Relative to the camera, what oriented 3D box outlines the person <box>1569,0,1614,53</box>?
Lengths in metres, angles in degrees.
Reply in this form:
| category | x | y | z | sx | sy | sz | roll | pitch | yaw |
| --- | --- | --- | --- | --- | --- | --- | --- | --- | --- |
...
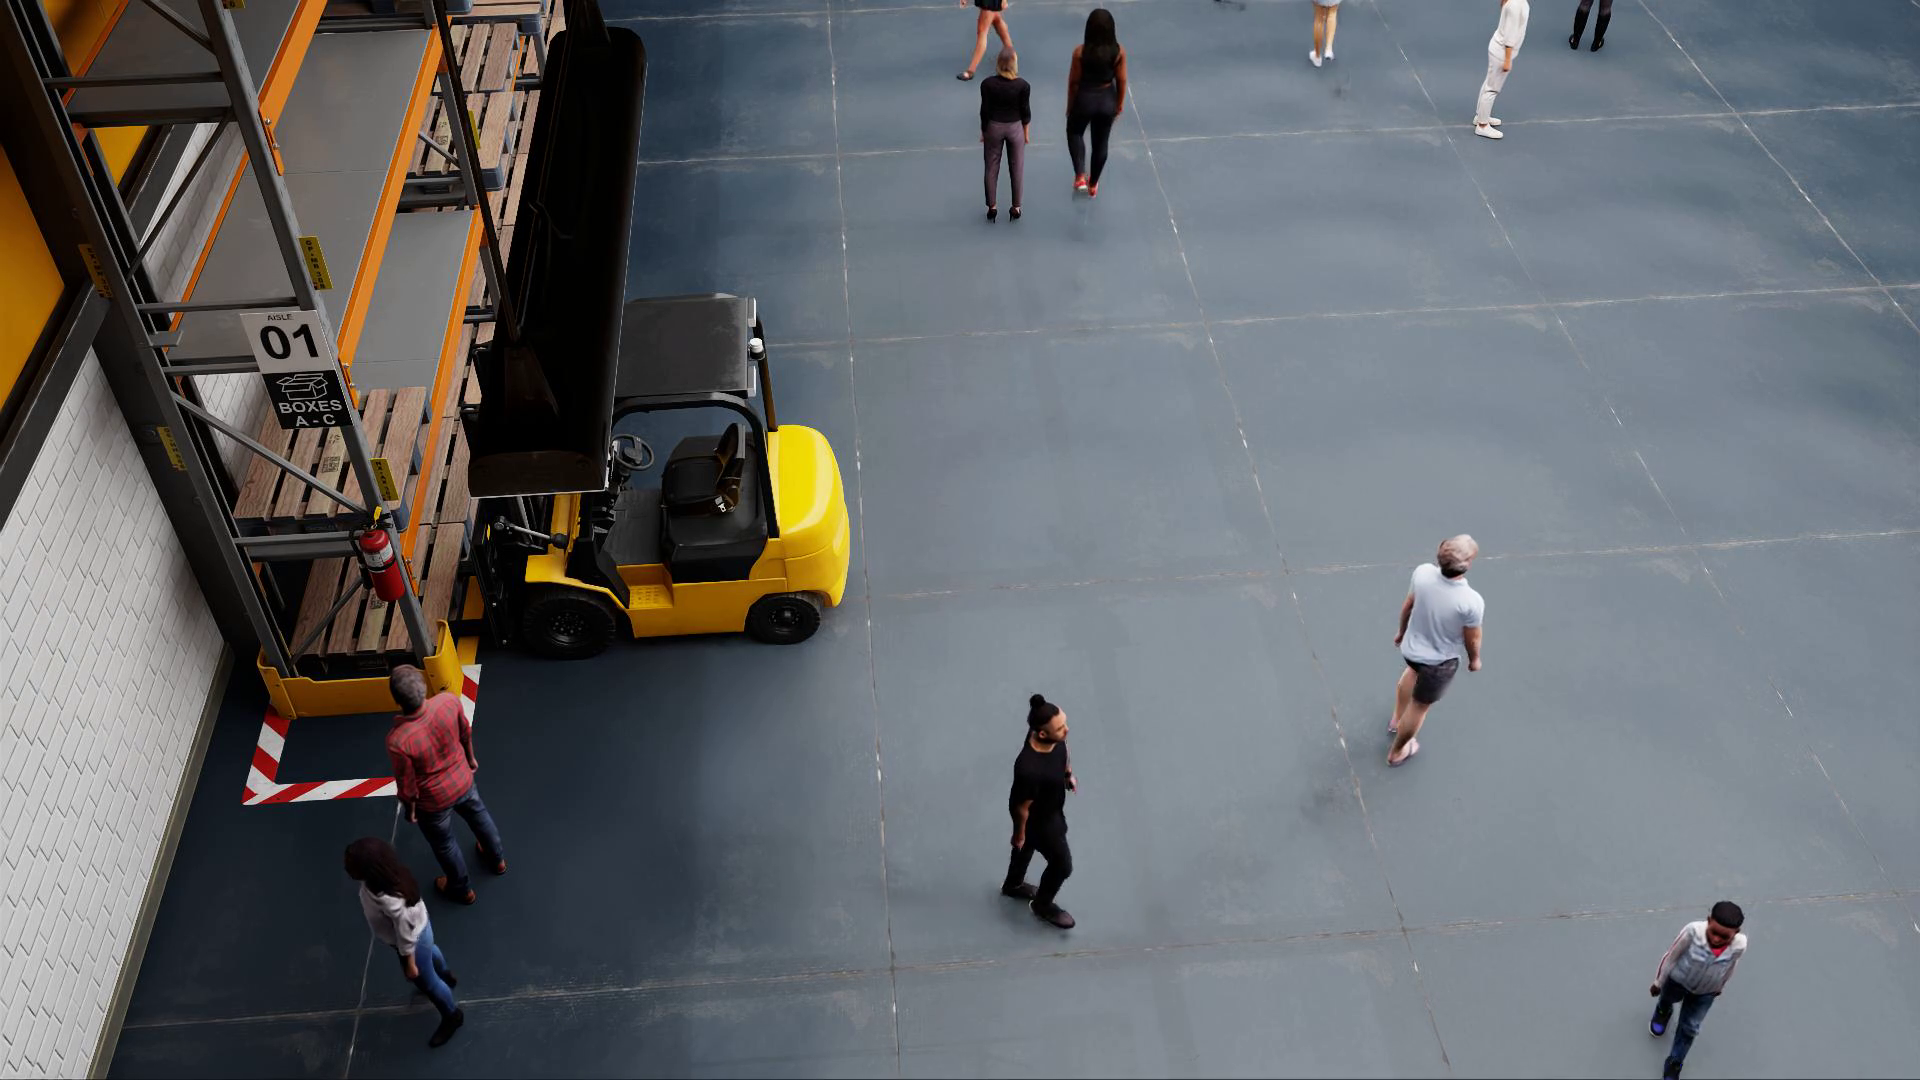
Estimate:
| category | x | y | z | sx | sy | sz | roll | pitch | yaw |
| --- | --- | --- | --- | --- | --- | --- | --- | --- | --- |
| person | 6.596 | -5.844 | 17.035 | 0.678 | 1.688 | 0.683 | 15 | 46 | 15 |

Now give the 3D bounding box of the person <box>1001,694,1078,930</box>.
| category | x | y | z | sx | sy | sz | roll | pitch | yaw |
| --- | --- | --- | --- | --- | --- | --- | --- | --- | --- |
| person | 0.360 | 1.451 | 9.261 | 0.852 | 1.849 | 0.766 | 9 | 44 | 10 |

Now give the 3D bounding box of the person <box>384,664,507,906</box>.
| category | x | y | z | sx | sy | sz | roll | pitch | yaw |
| --- | --- | --- | --- | --- | --- | --- | --- | --- | --- |
| person | -2.923 | 1.368 | 9.362 | 0.815 | 1.830 | 0.729 | 26 | 49 | 25 |

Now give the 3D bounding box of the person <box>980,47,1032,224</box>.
| category | x | y | z | sx | sy | sz | roll | pitch | yaw |
| --- | --- | --- | --- | --- | --- | --- | --- | --- | --- |
| person | 0.390 | -3.553 | 14.642 | 0.619 | 1.671 | 0.554 | 1 | 44 | 1 |

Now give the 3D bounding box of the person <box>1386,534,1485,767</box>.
| category | x | y | z | sx | sy | sz | roll | pitch | yaw |
| --- | --- | --- | --- | --- | --- | --- | --- | --- | --- |
| person | 2.781 | 0.722 | 10.048 | 0.857 | 1.819 | 0.786 | -27 | 50 | -25 |

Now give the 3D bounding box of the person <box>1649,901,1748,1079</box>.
| category | x | y | z | sx | sy | sz | roll | pitch | yaw |
| --- | --- | --- | --- | --- | --- | --- | --- | --- | --- |
| person | 3.913 | 2.276 | 8.841 | 0.746 | 1.234 | 0.873 | 19 | 47 | 19 |

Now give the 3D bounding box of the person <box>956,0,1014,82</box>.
| category | x | y | z | sx | sy | sz | roll | pitch | yaw |
| --- | --- | --- | --- | --- | --- | --- | --- | --- | --- |
| person | 0.332 | -5.497 | 16.720 | 1.108 | 1.621 | 1.120 | 33 | 53 | 30 |

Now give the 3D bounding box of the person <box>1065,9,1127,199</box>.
| category | x | y | z | sx | sy | sz | roll | pitch | yaw |
| --- | --- | --- | --- | --- | --- | --- | --- | --- | --- |
| person | 1.198 | -3.840 | 14.843 | 0.702 | 1.810 | 0.667 | -1 | 44 | -1 |

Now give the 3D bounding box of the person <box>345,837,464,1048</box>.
| category | x | y | z | sx | sy | sz | roll | pitch | yaw |
| --- | --- | --- | --- | --- | --- | --- | --- | --- | --- |
| person | -2.899 | 2.076 | 8.765 | 0.767 | 1.628 | 0.592 | -25 | 49 | -24 |

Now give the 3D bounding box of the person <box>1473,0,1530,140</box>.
| category | x | y | z | sx | sy | sz | roll | pitch | yaw |
| --- | --- | --- | --- | --- | --- | --- | --- | --- | --- |
| person | 5.160 | -4.662 | 15.796 | 0.717 | 1.685 | 0.575 | 9 | 44 | 9 |

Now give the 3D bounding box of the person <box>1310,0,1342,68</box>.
| category | x | y | z | sx | sy | sz | roll | pitch | yaw |
| --- | --- | --- | --- | --- | --- | --- | --- | --- | --- |
| person | 3.727 | -5.531 | 16.682 | 0.599 | 1.722 | 0.672 | -3 | 44 | -4 |
